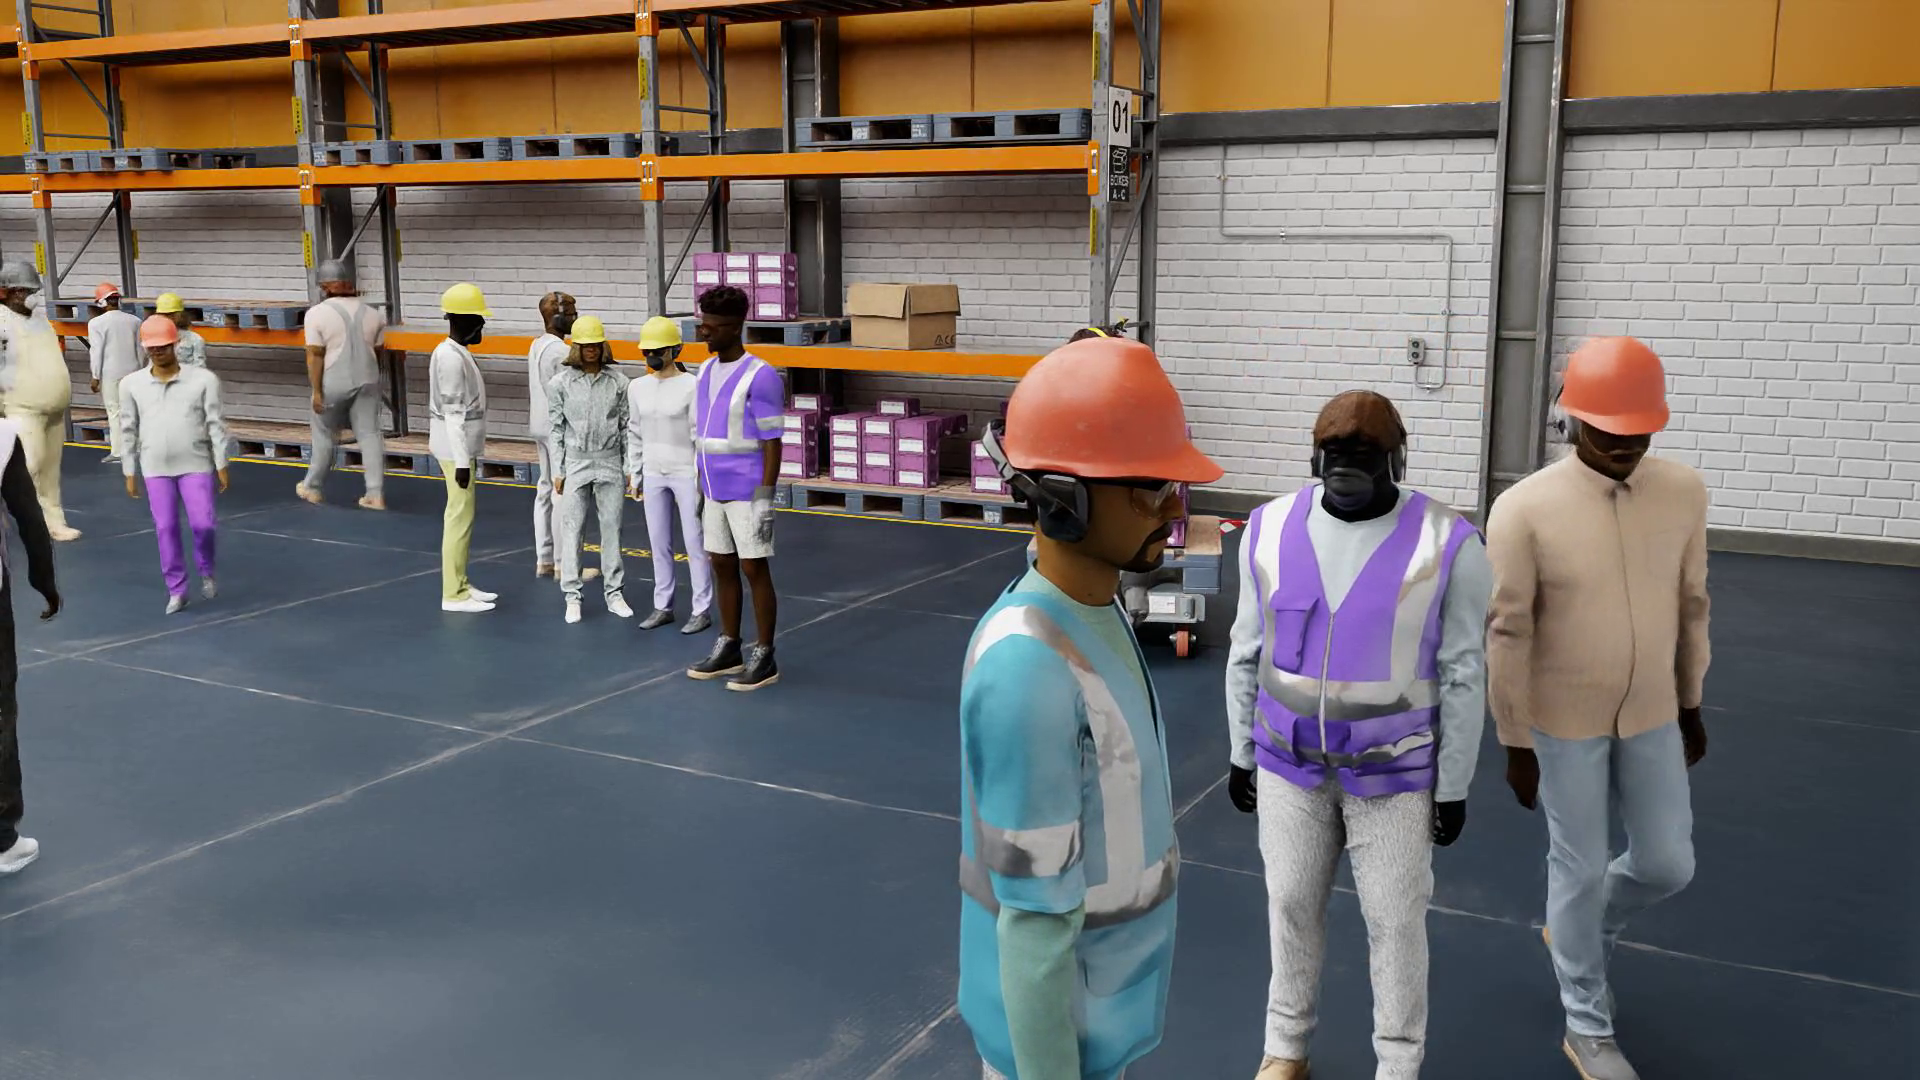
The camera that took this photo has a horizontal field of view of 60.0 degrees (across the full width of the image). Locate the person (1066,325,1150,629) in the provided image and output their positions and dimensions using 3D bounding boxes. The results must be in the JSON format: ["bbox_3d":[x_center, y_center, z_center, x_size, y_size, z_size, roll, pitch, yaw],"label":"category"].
[{"bbox_3d":[0.511,0.132,6.235,0.328,1.865,0.520,-9,14,-40],"label":"person"}]

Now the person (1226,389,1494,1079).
[{"bbox_3d":[0.943,0.547,4.057,0.631,1.836,0.430,6,12,30],"label":"person"}]

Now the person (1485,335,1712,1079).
[{"bbox_3d":[1.627,0.449,4.250,0.655,1.953,0.560,-2,11,-11],"label":"person"}]

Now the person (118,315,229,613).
[{"bbox_3d":[-4.576,-0.437,9.686,0.585,1.737,0.377,-3,11,-16],"label":"person"}]

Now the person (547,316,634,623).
[{"bbox_3d":[-2.090,-0.402,9.495,0.488,1.744,0.296,-5,12,-26],"label":"person"}]

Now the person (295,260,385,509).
[{"bbox_3d":[-5.061,-1.281,13.496,0.984,2.000,0.706,8,13,39],"label":"person"}]

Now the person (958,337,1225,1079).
[{"bbox_3d":[0.191,0.717,2.531,0.374,2.042,0.615,2,10,10],"label":"person"}]

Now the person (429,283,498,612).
[{"bbox_3d":[-2.900,-0.534,9.751,0.398,1.920,0.589,-3,11,-15],"label":"person"}]

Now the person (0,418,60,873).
[{"bbox_3d":[-3.561,0.196,5.907,0.668,1.857,0.974,-6,12,-30],"label":"person"}]

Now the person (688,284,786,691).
[{"bbox_3d":[-1.100,-0.256,8.082,0.367,1.962,0.612,-10,14,-44],"label":"person"}]

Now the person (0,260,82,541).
[{"bbox_3d":[-6.661,-0.986,11.879,0.628,2.000,0.704,1,10,8],"label":"person"}]

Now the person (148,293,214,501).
[{"bbox_3d":[-6.385,-1.144,13.594,0.485,1.738,0.345,1,10,4],"label":"person"}]

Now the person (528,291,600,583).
[{"bbox_3d":[-2.554,-0.652,10.581,0.329,1.844,0.509,-8,13,-38],"label":"person"}]

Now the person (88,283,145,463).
[{"bbox_3d":[-8.213,-1.626,16.199,0.334,1.743,0.560,6,12,28],"label":"person"}]

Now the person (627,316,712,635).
[{"bbox_3d":[-1.608,-0.351,9.177,0.518,1.756,0.348,4,11,21],"label":"person"}]
